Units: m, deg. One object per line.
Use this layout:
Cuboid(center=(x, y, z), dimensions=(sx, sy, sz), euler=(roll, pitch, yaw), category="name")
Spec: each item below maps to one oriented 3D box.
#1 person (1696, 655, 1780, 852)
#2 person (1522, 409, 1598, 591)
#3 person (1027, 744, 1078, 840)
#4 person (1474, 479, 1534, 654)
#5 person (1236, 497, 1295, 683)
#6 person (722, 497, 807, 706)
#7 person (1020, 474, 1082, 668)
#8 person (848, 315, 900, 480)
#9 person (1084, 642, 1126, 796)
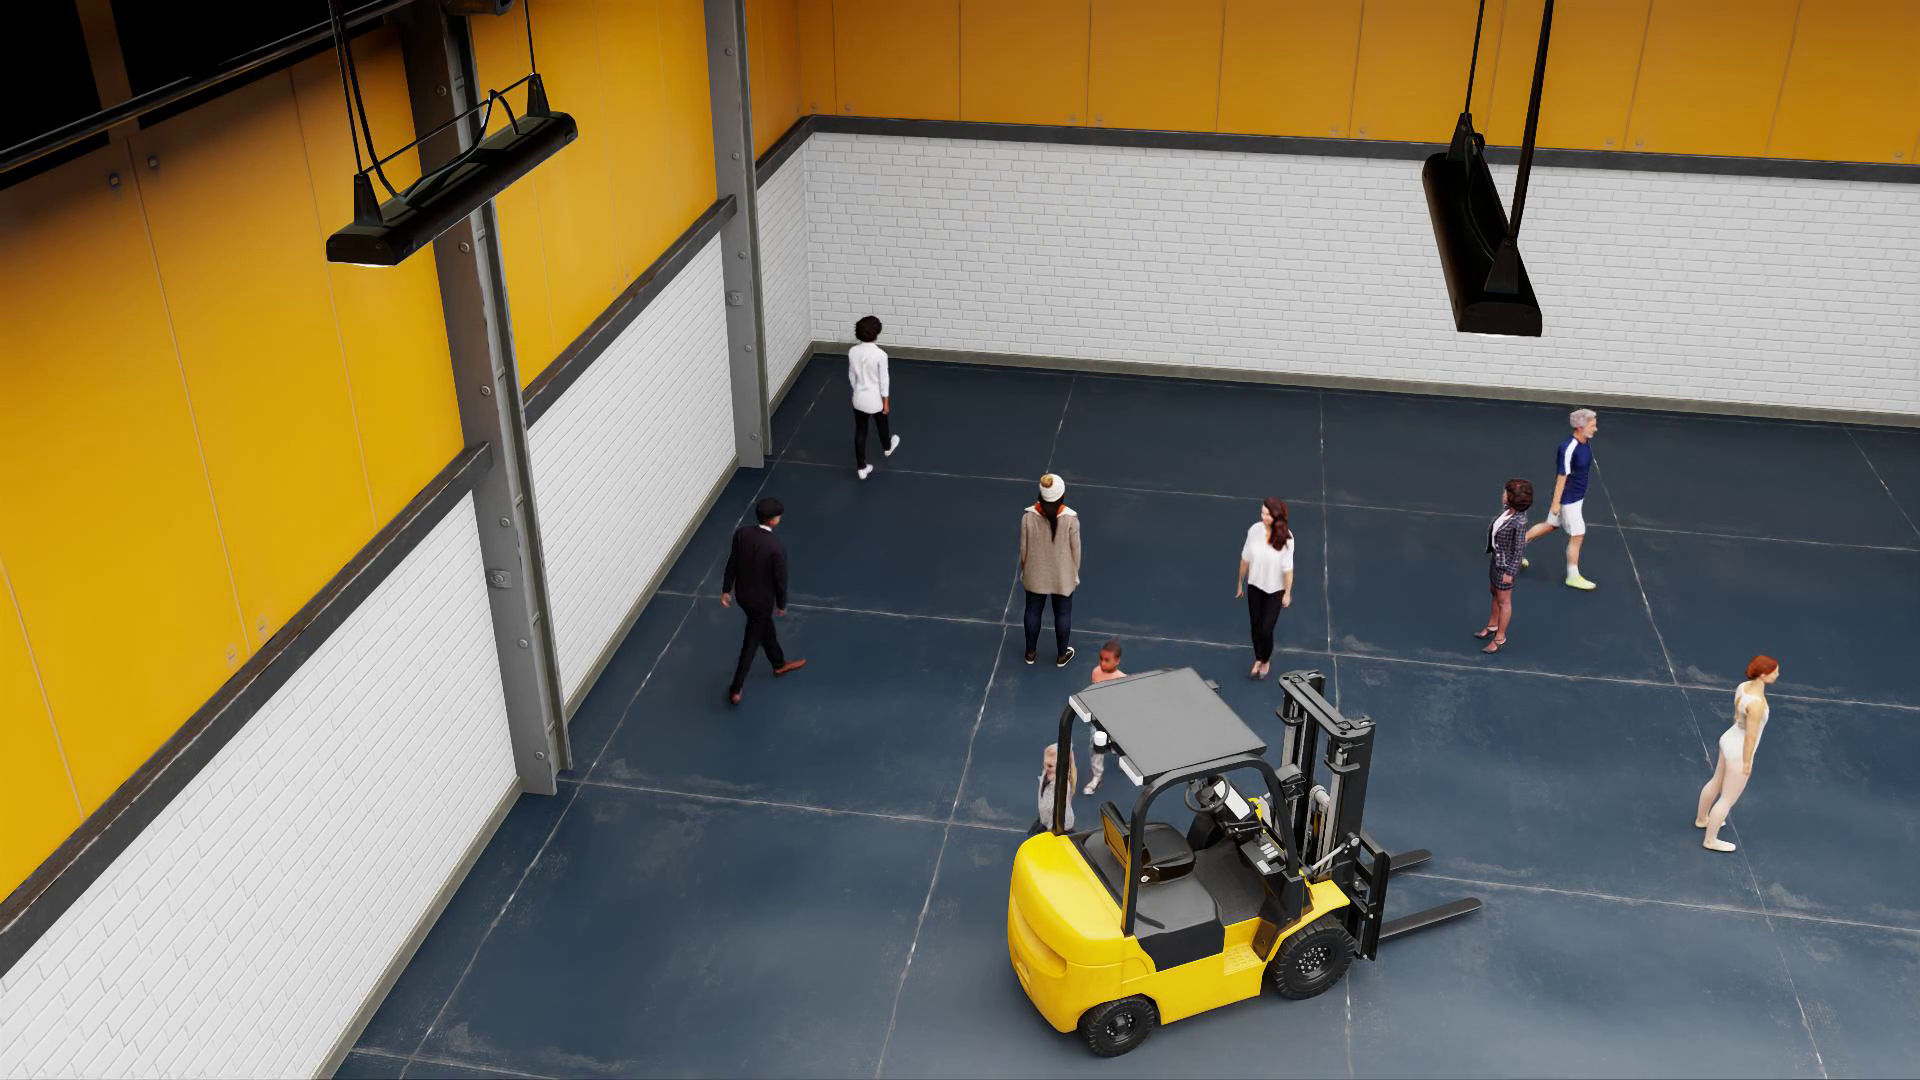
Cuboid(center=(5.779, 1.563, 12.379), dimensions=(0.591, 1.640, 0.410), euler=(4, 29, 8), category="person")
Cuboid(center=(5.715, -0.431, 15.862), dimensions=(1.020, 1.806, 1.188), euler=(18, 33, 29), category="person")
Cuboid(center=(0.742, 1.988, 11.994), dimensions=(0.743, 1.262, 0.697), euler=(-14, 32, -24), category="person")
Cuboid(center=(4.845, 0.218, 14.781), dimensions=(0.693, 1.701, 0.511), euler=(1, 29, 2), category="person")
Cuboid(center=(2.687, 0.406, 14.350), dimensions=(0.729, 1.783, 0.752), euler=(21, 35, 33), category="person")
Cuboid(center=(-1.792, 0.538, 14.068), dimensions=(1.082, 1.821, 1.213), euler=(19, 34, 30), category="person")
Cuboid(center=(0.776, 0.242, 14.538), dimensions=(0.691, 1.891, 0.644), euler=(6, 29, 11), category="person")
Cuboid(center=(-1.010, -1.498, 17.855), dimensions=(0.794, 1.770, 1.118), euler=(10, 30, 18), category="person")
Cuboid(center=(1.189, 1.363, 13.103), dimensions=(0.691, 1.298, 0.869), euler=(19, 34, 31), category="person")
